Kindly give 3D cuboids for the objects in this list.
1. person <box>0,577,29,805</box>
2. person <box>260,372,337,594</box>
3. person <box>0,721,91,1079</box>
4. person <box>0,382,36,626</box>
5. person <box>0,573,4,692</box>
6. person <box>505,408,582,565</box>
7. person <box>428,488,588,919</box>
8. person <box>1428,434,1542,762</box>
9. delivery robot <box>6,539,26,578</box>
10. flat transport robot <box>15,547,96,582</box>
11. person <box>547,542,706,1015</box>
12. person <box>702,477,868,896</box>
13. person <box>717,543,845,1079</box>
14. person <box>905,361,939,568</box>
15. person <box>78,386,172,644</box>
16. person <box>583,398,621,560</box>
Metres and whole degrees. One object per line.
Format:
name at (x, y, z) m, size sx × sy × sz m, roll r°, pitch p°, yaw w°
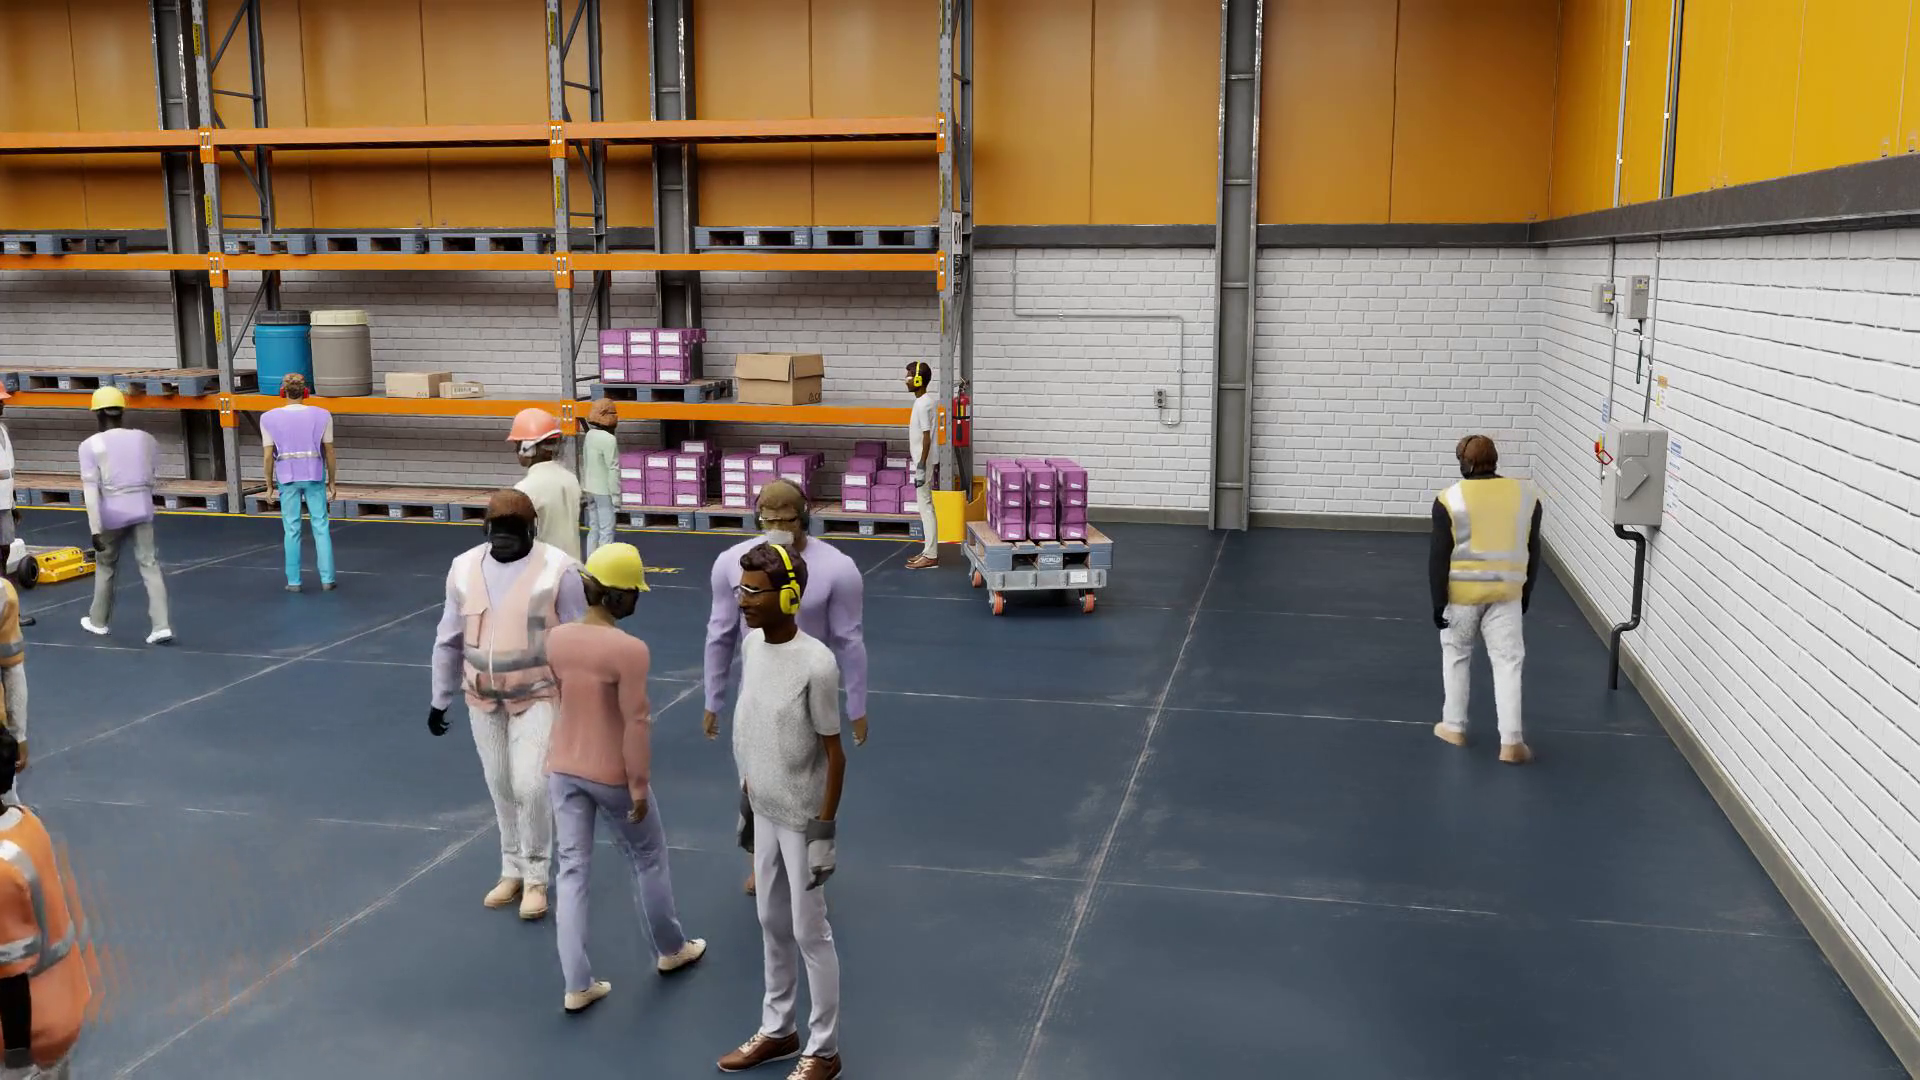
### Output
person at (-3.846, 0.756, 6.330) m, size 0.357 × 1.936 × 0.551 m, roll 7°, pitch 12°, yaw 36°
person at (-5.492, -0.467, 13.853) m, size 0.564 × 1.843 × 0.396 m, roll -4°, pitch 10°, yaw -23°
person at (-2.373, 1.238, 4.228) m, size 0.410 × 1.679 × 0.534 m, roll -3°, pitch 10°, yaw -20°
person at (-7.196, -0.269, 12.401) m, size 0.363 × 1.939 × 0.542 m, roll 0°, pitch 10°, yaw -2°
person at (-5.763, 0.358, 9.566) m, size 0.312 × 1.642 × 0.512 m, roll 6°, pitch 11°, yaw 31°
person at (-2.275, 0.259, 9.152) m, size 0.441 × 1.976 × 0.640 m, roll 3°, pitch 10°, yaw 17°
person at (-1.923, 0.689, 7.060) m, size 0.682 × 1.826 × 0.531 m, roll 2°, pitch 10°, yaw 14°
person at (2.953, 0.323, 9.335) m, size 0.646 × 1.808 × 0.681 m, roll 0°, pitch 10°, yaw 0°
delivery robot at (-8.048, 0.145, 13.765) m, size 0.477 × 0.478 × 0.707 m, roll -1°, pitch 10°, yaw -7°
flat transport robot at (-8.358, 0.195, 14.583) m, size 1.431 × 0.197 × 0.652 m, roll 1°, pitch 10°, yaw 9°
person at (-1.302, 0.864, 6.315) m, size 0.521 × 1.718 × 0.800 m, roll 5°, pitch 11°, yaw 26°
person at (-0.716, 0.661, 7.020) m, size 0.690 × 1.916 × 0.686 m, roll 1°, pitch 10°, yaw 8°
person at (-0.584, 0.927, 5.524) m, size 0.329 × 1.871 × 0.513 m, roll -8°, pitch 12°, yaw -40°
person at (-0.342, -0.672, 14.997) m, size 0.309 × 1.868 × 0.535 m, roll 1°, pitch 10°, yaw 3°
person at (-6.083, -0.176, 12.093) m, size 1.025 × 1.867 × 0.581 m, roll 8°, pitch 12°, yaw 39°
person at (-2.973, -0.369, 13.895) m, size 0.280 × 1.632 × 0.501 m, roll -7°, pitch 12°, yaw -37°
